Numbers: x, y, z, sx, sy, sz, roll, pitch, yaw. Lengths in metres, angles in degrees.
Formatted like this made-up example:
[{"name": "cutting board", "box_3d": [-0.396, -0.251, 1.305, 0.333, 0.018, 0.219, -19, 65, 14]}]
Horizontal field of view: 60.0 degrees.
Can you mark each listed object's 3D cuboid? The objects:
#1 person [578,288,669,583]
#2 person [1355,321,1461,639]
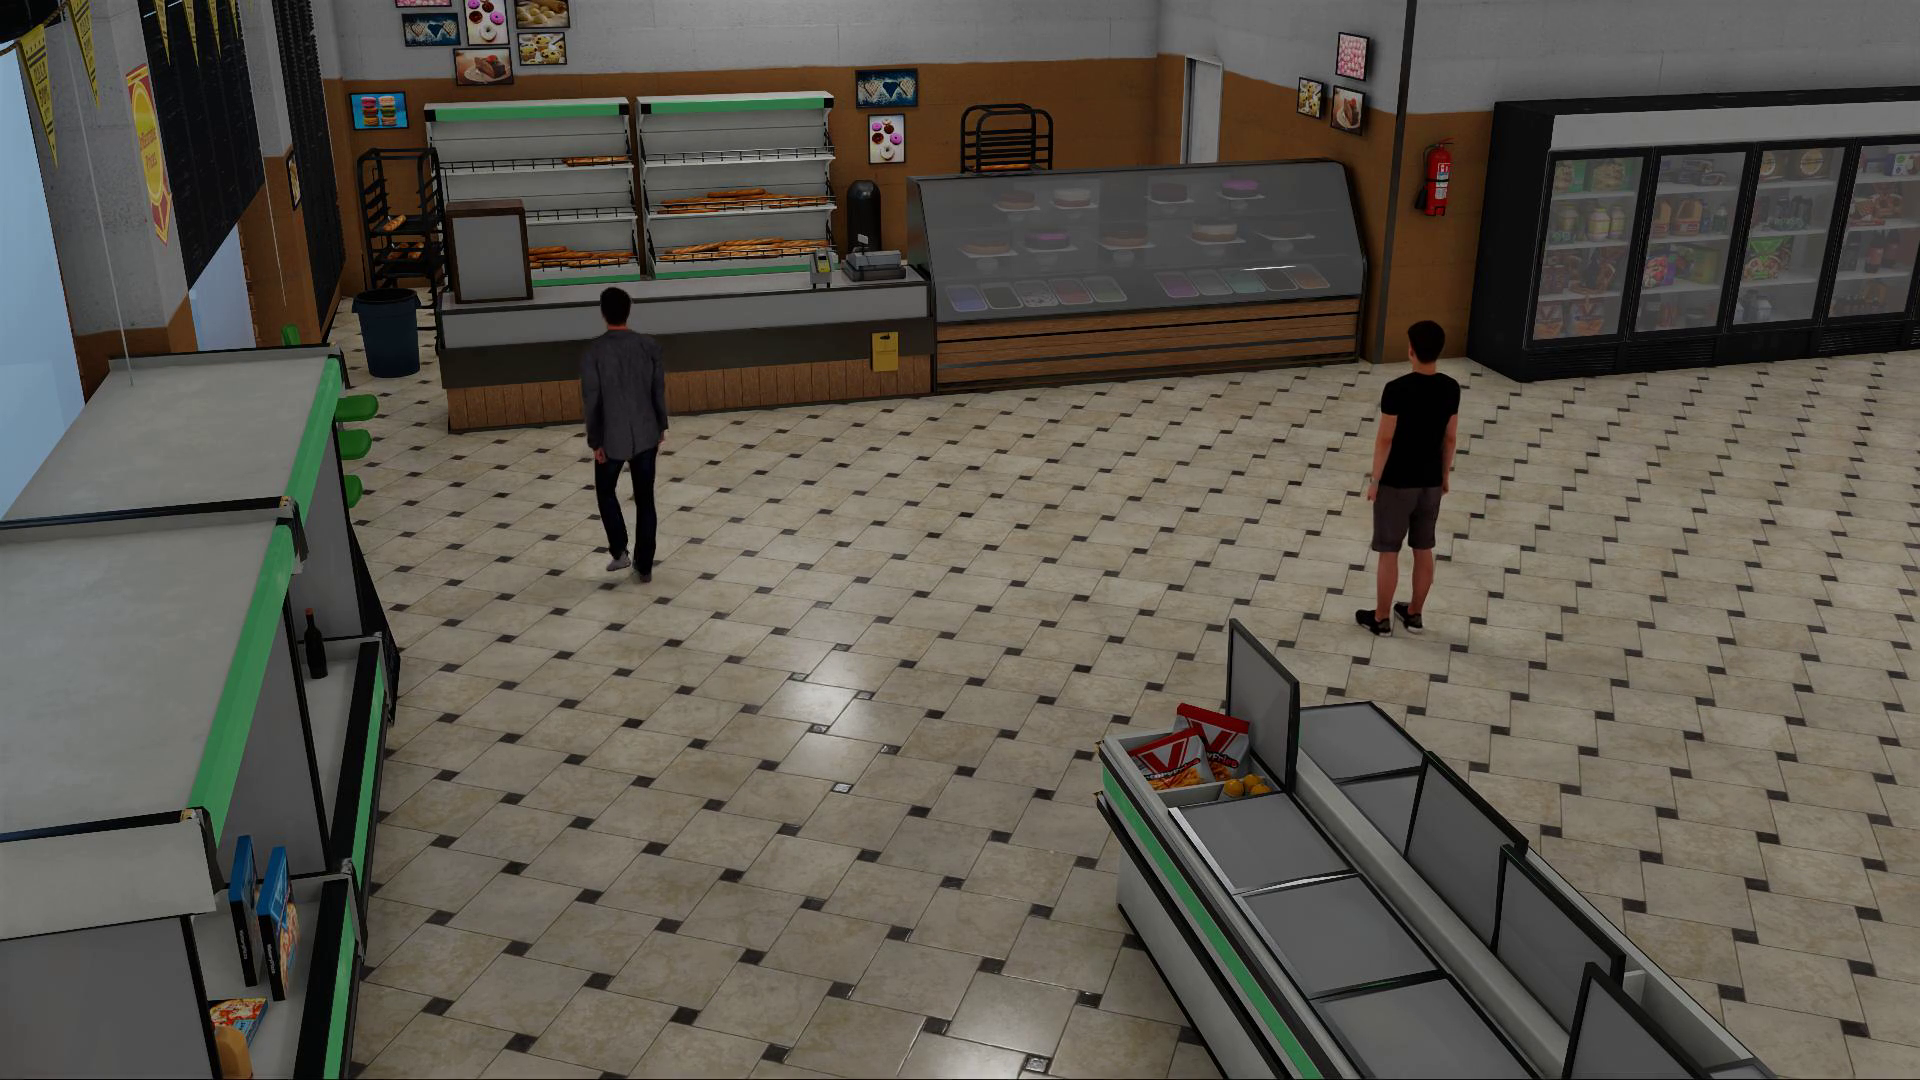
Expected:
[{"name": "person", "box_3d": [-2.013, -0.599, 10.164, 0.711, 1.858, 0.681, -8, 23, -20]}, {"name": "person", "box_3d": [2.579, -0.342, 9.521, 0.651, 1.862, 0.573, -6, 23, -15]}]
